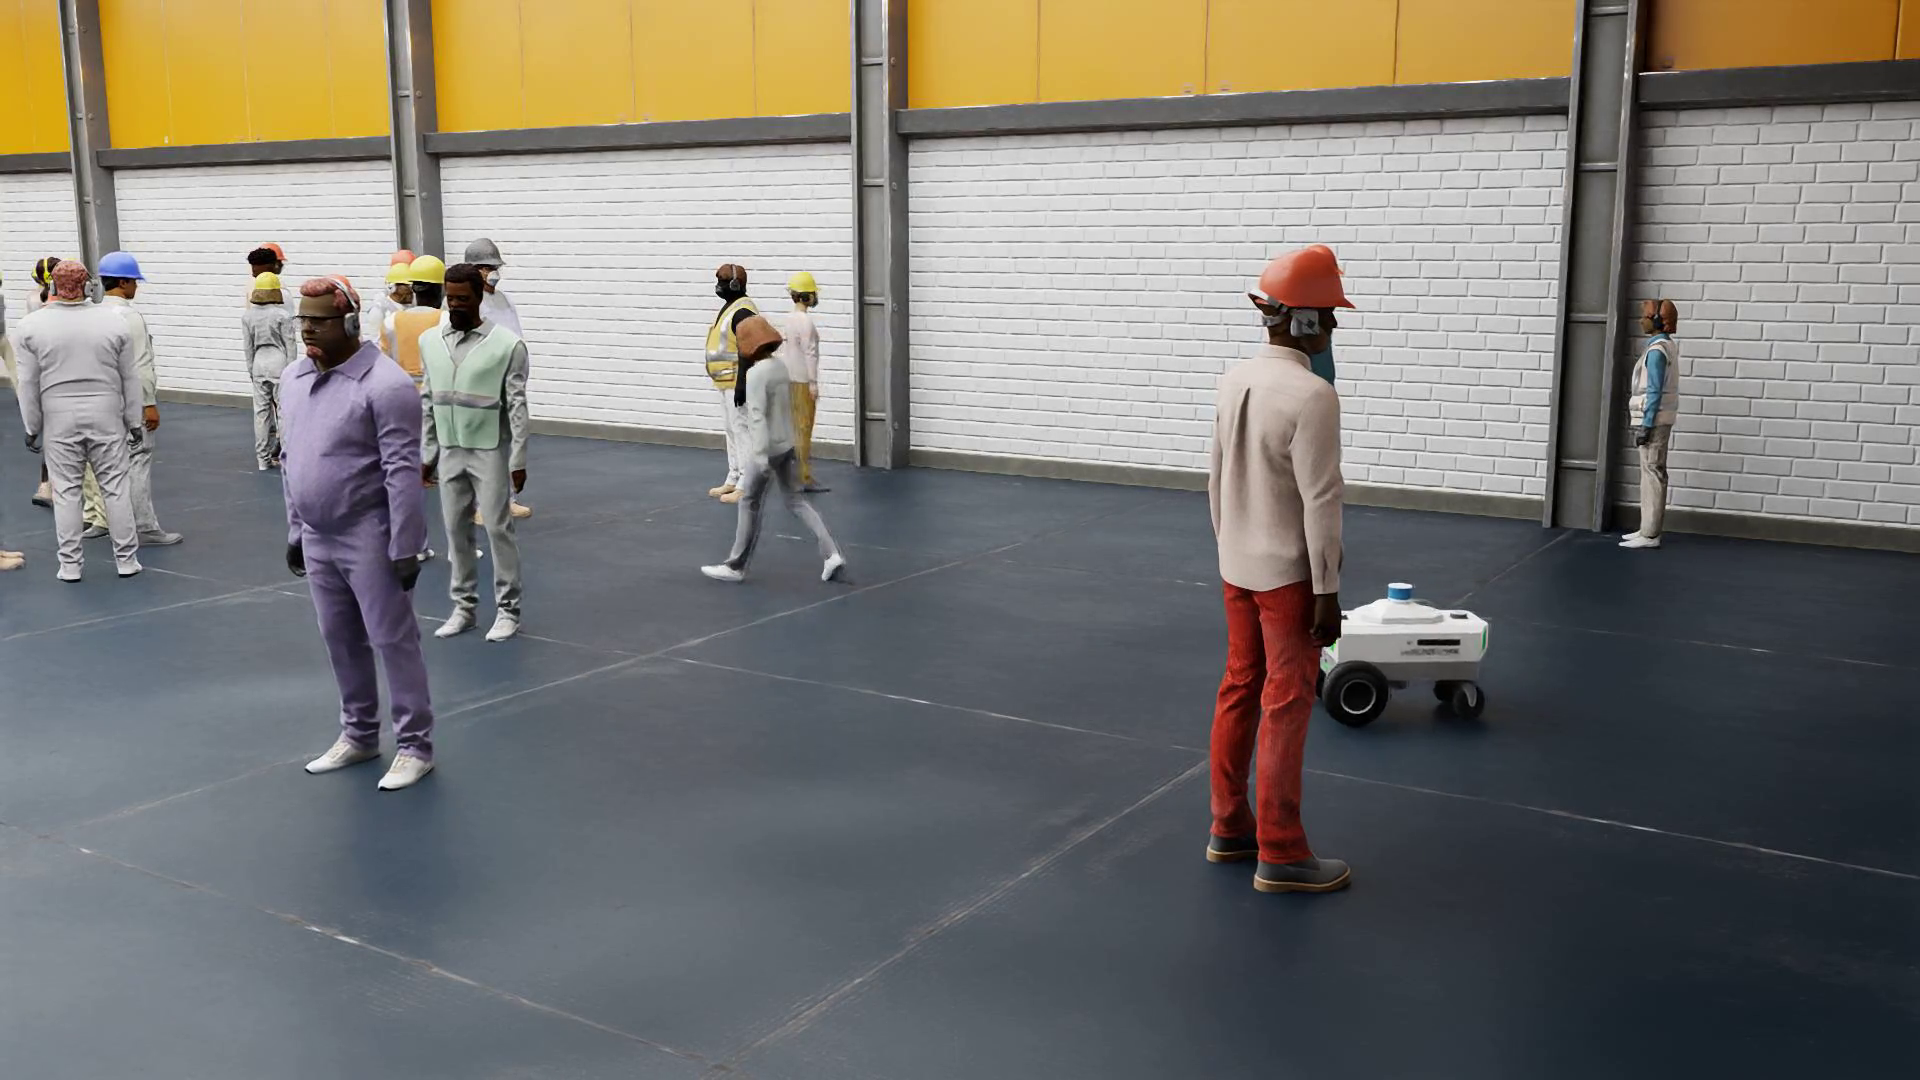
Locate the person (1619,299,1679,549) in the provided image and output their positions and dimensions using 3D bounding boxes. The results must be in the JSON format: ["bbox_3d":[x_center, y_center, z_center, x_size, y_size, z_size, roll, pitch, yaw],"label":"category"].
[{"bbox_3d":[4.561,-0.760,10.951,0.307,1.641,0.514,5,11,26],"label":"person"}]

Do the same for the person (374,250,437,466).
[{"bbox_3d":[-4.879,-1.590,14.732,0.373,1.933,0.552,7,12,34],"label":"person"}]

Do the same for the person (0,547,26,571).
[{"bbox_3d":[-5.983,-0.712,10.158,0.359,1.835,0.515,-7,12,-34],"label":"person"}]

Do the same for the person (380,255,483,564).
[{"bbox_3d":[-3.294,-0.803,10.396,0.590,1.927,0.367,1,10,7],"label":"person"}]

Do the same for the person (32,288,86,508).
[{"bbox_3d":[-6.817,-1.076,12.646,0.547,1.661,0.776,-2,10,-12],"label":"person"}]

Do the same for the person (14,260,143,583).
[{"bbox_3d":[-5.213,-0.701,9.888,0.654,1.906,0.408,-6,12,-30],"label":"person"}]

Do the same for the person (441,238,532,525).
[{"bbox_3d":[-3.351,-1.139,11.943,0.538,2.000,0.683,4,11,20],"label":"person"}]

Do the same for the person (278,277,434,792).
[{"bbox_3d":[-2.250,-0.014,6.148,0.660,1.895,0.407,6,12,30],"label":"person"}]

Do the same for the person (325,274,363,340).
[{"bbox_3d":[-4.972,-1.261,13.410,0.339,1.749,0.573,-2,10,-13],"label":"person"}]

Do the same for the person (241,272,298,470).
[{"bbox_3d":[-6.053,-1.482,14.670,0.487,1.744,0.294,2,10,8],"label":"person"}]

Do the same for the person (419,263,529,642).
[{"bbox_3d":[-2.457,-0.441,8.454,0.589,1.911,0.396,3,11,16],"label":"person"}]

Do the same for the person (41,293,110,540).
[{"bbox_3d":[-5.988,-0.881,11.303,0.336,1.753,0.564,-8,13,-38],"label":"person"}]

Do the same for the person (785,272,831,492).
[{"bbox_3d":[-1.249,-1.263,13.434,0.325,1.766,0.543,-4,11,-23],"label":"person"}]

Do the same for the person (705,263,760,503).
[{"bbox_3d":[-1.757,-1.214,12.913,0.429,1.844,0.627,-4,11,-21],"label":"person"}]

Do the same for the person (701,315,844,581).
[{"bbox_3d":[-1.099,-0.527,9.774,0.805,1.596,0.545,3,11,18],"label":"person"}]

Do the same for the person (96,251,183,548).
[{"bbox_3d":[-5.489,-0.916,10.964,0.604,1.948,0.386,7,12,34],"label":"person"}]

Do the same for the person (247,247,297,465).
[{"bbox_3d":[-6.210,-1.663,15.072,0.379,1.959,0.602,-8,13,-37],"label":"person"}]

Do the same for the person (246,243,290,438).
[{"bbox_3d":[-7.060,-2.048,17.115,0.623,1.988,0.393,7,12,32],"label":"person"}]

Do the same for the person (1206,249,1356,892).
[{"bbox_3d":[1.017,0.096,5.228,0.397,1.992,0.623,-4,11,-21],"label":"person"}]

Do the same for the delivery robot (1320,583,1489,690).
[{"bbox_3d":[1.874,0.429,7.112,0.707,0.478,0.477,0,10,-2],"label":"delivery robot"}]

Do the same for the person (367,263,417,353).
[{"bbox_3d":[-4.821,-1.474,14.396,0.403,1.826,0.592,5,11,26],"label":"person"}]
